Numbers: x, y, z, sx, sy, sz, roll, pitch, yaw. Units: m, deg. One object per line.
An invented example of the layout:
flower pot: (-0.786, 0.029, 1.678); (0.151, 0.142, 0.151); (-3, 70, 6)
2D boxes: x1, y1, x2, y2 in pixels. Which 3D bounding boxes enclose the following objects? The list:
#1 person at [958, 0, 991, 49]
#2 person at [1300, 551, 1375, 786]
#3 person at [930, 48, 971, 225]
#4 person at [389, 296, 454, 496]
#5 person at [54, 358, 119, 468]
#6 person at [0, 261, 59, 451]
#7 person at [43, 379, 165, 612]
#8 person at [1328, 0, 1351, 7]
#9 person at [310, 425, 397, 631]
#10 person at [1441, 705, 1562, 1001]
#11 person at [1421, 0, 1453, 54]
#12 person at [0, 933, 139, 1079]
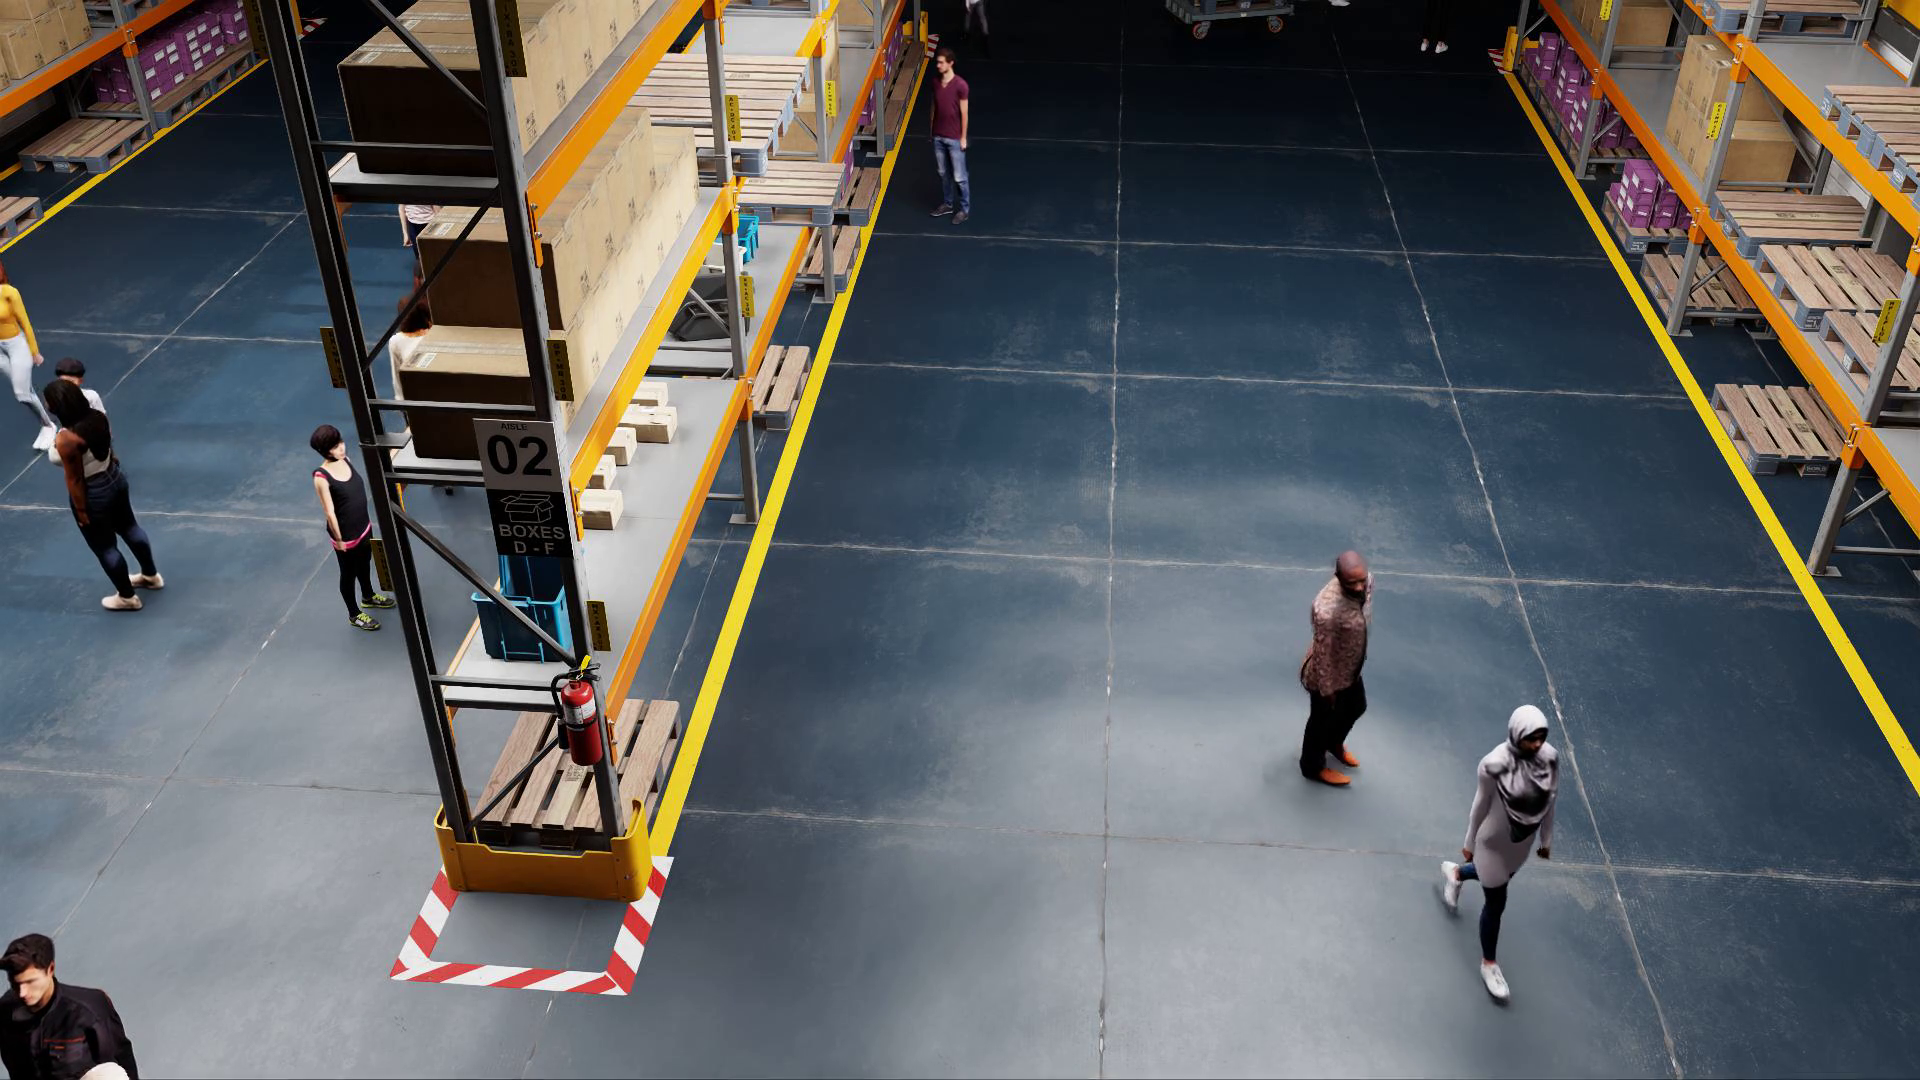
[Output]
person: (0.246, -7.352, 22.791); (0.827, 1.248, 0.969); (-19, 38, -26)
person: (2.242, 0.746, 10.115); (0.895, 1.793, 0.804); (20, 38, 27)
person: (-0.103, -4.325, 17.694); (0.737, 1.849, 0.760); (25, 41, 32)
person: (-4.157, -1.083, 12.982); (0.796, 1.667, 0.838); (-15, 36, -21)
person: (-6.823, -0.874, 13.047); (0.581, 1.246, 0.856); (-3, 34, -4)
person: (-7.742, -1.577, 13.661); (0.599, 1.738, 0.602); (5, 34, 7)
person: (-6.046, -0.329, 11.720); (0.708, 1.807, 0.550); (5, 34, 8)
person: (5.657, -8.800, 24.556); (0.621, 1.706, 0.452); (2, 34, 3)
person: (-4.283, -0.115, 11.628); (0.608, 1.552, 0.460); (5, 34, 8)
person: (2.886, 1.556, 8.938); (0.871, 1.749, 1.177); (-8, 34, -12)
person: (6.552, -7.526, 22.642); (0.677, 1.703, 0.666); (21, 39, 28)
person: (-3.887, 2.467, 7.391); (0.694, 1.944, 0.575); (4, 34, 6)
